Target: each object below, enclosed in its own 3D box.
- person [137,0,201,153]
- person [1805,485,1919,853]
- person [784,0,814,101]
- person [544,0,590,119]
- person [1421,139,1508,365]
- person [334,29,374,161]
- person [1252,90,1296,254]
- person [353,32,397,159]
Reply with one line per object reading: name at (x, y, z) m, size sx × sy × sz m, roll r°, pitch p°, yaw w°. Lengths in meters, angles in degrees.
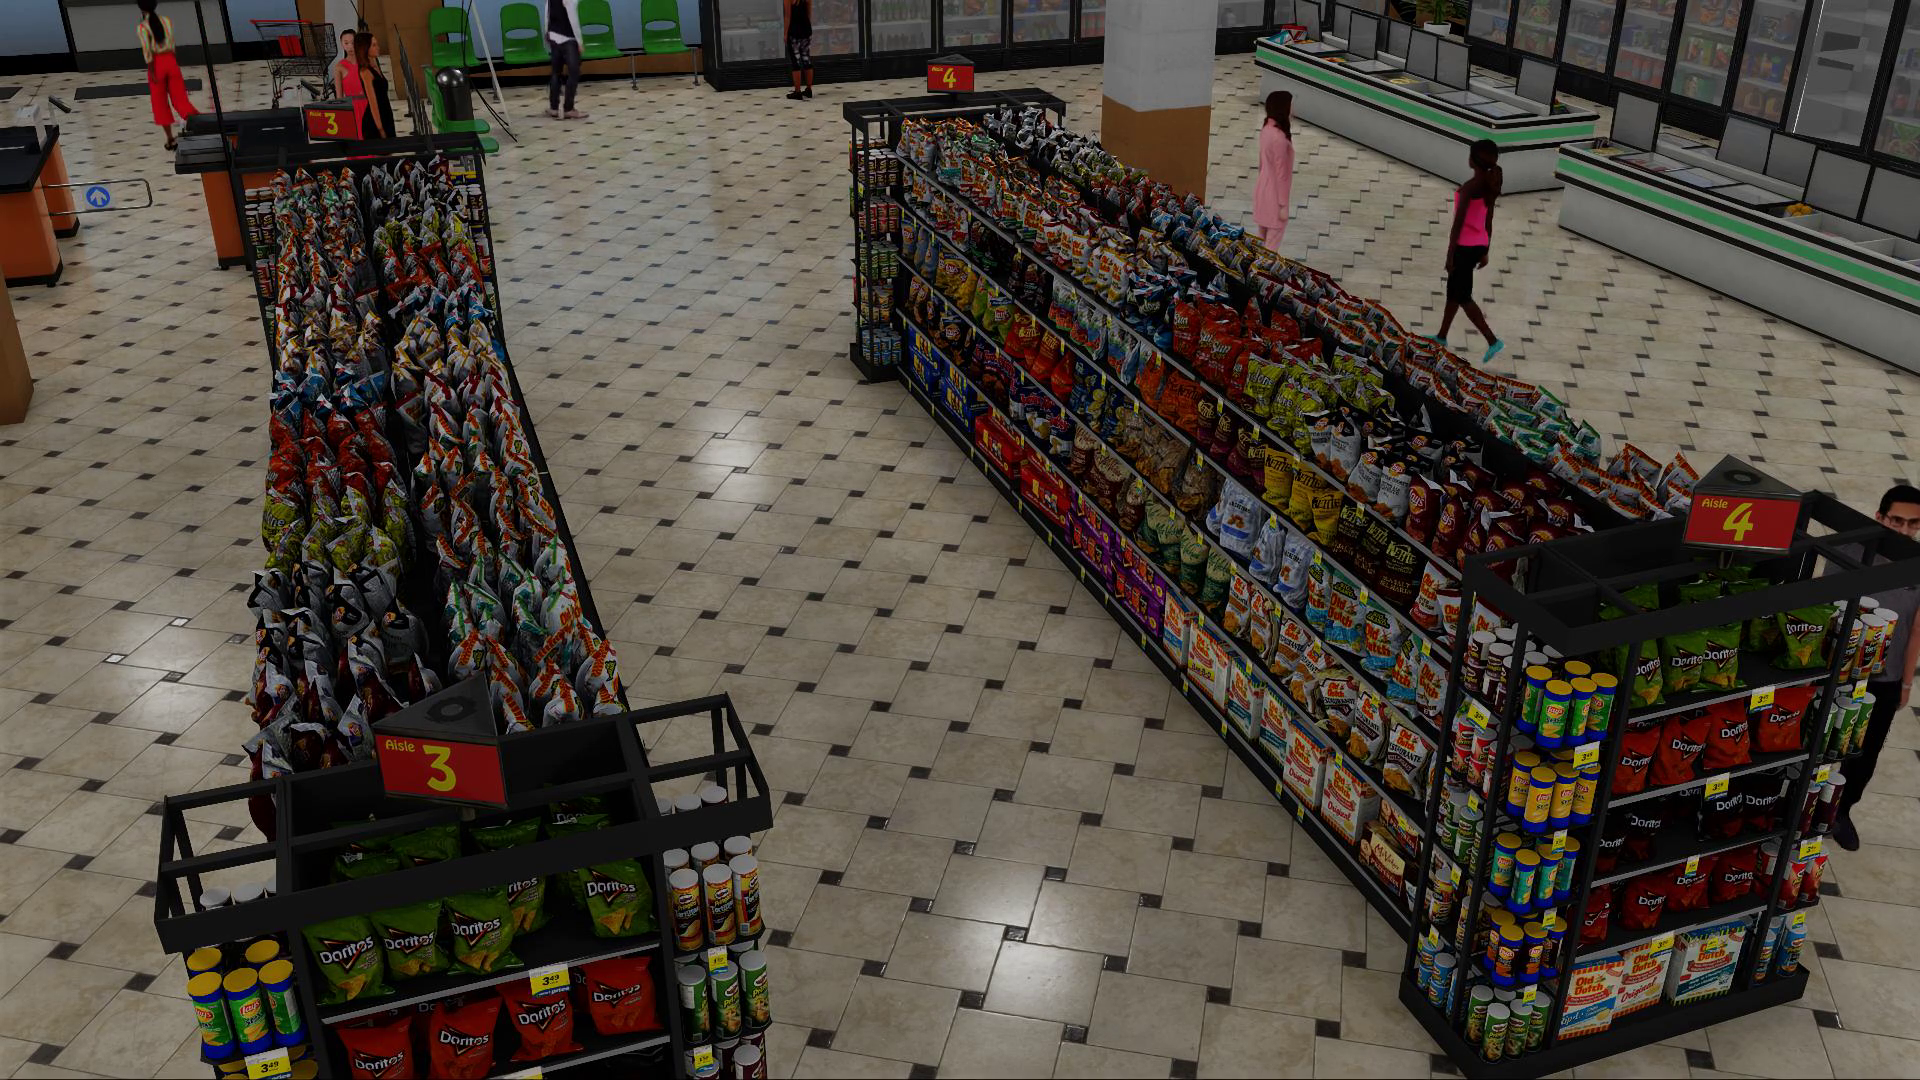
person at (-8.744, -5.131, 18.417) m, size 1.143 × 1.768 × 0.945 m, roll 19°, pitch 32°, yaw 32°
person at (3.882, 0.547, 7.219) m, size 0.767 × 1.769 × 0.816 m, roll 7°, pitch 28°, yaw 14°
person at (-2.053, -6.472, 21.179) m, size 0.651 × 1.661 × 0.641 m, roll -24°, pitch 36°, yaw -39°
person at (-4.848, -6.022, 20.135) m, size 0.811 × 1.803 × 1.010 m, roll 15°, pitch 30°, yaw 26°
person at (3.931, -2.162, 12.638) m, size 0.744 × 1.698 × 1.128 m, roll -18°, pitch 32°, yaw -31°
person at (-6.008, -4.249, 16.723) m, size 0.638 × 1.726 × 0.598 m, roll -13°, pitch 30°, yaw -24°
person at (2.584, -2.819, 13.819) m, size 0.702 × 1.803 × 0.508 m, roll -5°, pitch 27°, yaw -9°
person at (-5.580, -3.928, 15.970) m, size 0.682 × 1.834 × 0.518 m, roll -4°, pitch 27°, yaw -8°
